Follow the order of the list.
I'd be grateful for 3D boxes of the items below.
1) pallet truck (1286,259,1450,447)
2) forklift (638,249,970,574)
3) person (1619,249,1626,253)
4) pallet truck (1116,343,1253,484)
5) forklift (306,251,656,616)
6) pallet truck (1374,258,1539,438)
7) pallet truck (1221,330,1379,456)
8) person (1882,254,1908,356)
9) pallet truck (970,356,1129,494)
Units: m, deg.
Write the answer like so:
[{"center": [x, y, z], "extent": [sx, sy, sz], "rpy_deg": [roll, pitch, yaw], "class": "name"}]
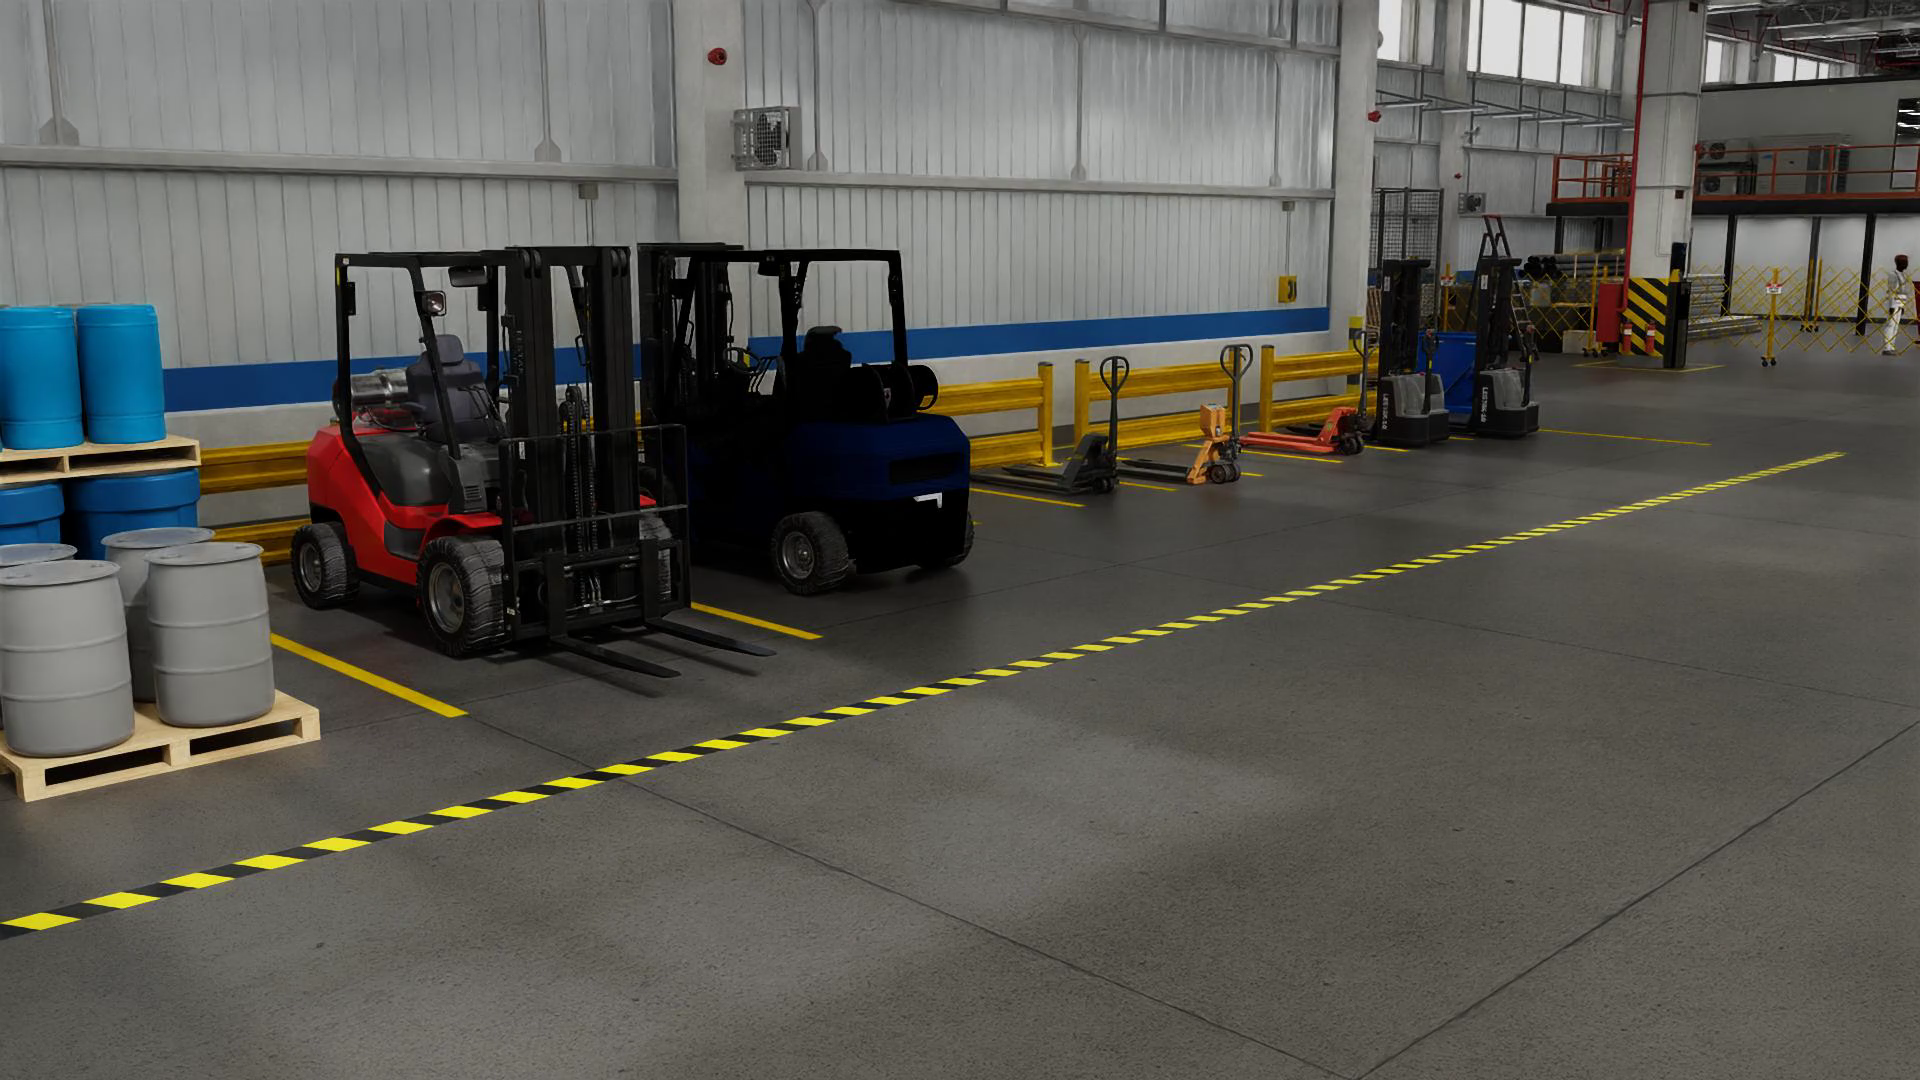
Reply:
[{"center": [4.493, -2.078, 18.196], "extent": [0.823, 1.965, 1.885], "rpy_deg": [-9, 14, -40], "class": "pallet truck"}, {"center": [-1.173, -0.958, 11.239], "extent": [2.680, 1.987, 1.157], "rpy_deg": [10, 14, 43], "class": "forklift"}, {"center": [17.127, -6.572, 43.007], "extent": [0.950, 1.878, 0.583], "rpy_deg": [1, 10, 5], "class": "person"}, {"center": [1.962, -1.215, 15.415], "extent": [1.522, 1.261, 0.704], "rpy_deg": [10, 14, 43], "class": "pallet truck"}, {"center": [-2.833, -0.669, 9.694], "extent": [1.157, 1.987, 2.680], "rpy_deg": [-10, 14, -44], "class": "forklift"}, {"center": [5.704, -2.208, 18.901], "extent": [1.885, 1.965, 0.823], "rpy_deg": [10, 14, 43], "class": "pallet truck"}, {"center": [3.563, -1.581, 17.381], "extent": [0.653, 1.274, 1.630], "rpy_deg": [-10, 14, -44], "class": "pallet truck"}, {"center": [17.455, -4.369, 31.003], "extent": [0.573, 1.883, 0.356], "rpy_deg": [-10, 14, -43], "class": "person"}, {"center": [0.784, -1.085, 14.876], "extent": [0.680, 1.201, 1.601], "rpy_deg": [-10, 14, -44], "class": "pallet truck"}]
